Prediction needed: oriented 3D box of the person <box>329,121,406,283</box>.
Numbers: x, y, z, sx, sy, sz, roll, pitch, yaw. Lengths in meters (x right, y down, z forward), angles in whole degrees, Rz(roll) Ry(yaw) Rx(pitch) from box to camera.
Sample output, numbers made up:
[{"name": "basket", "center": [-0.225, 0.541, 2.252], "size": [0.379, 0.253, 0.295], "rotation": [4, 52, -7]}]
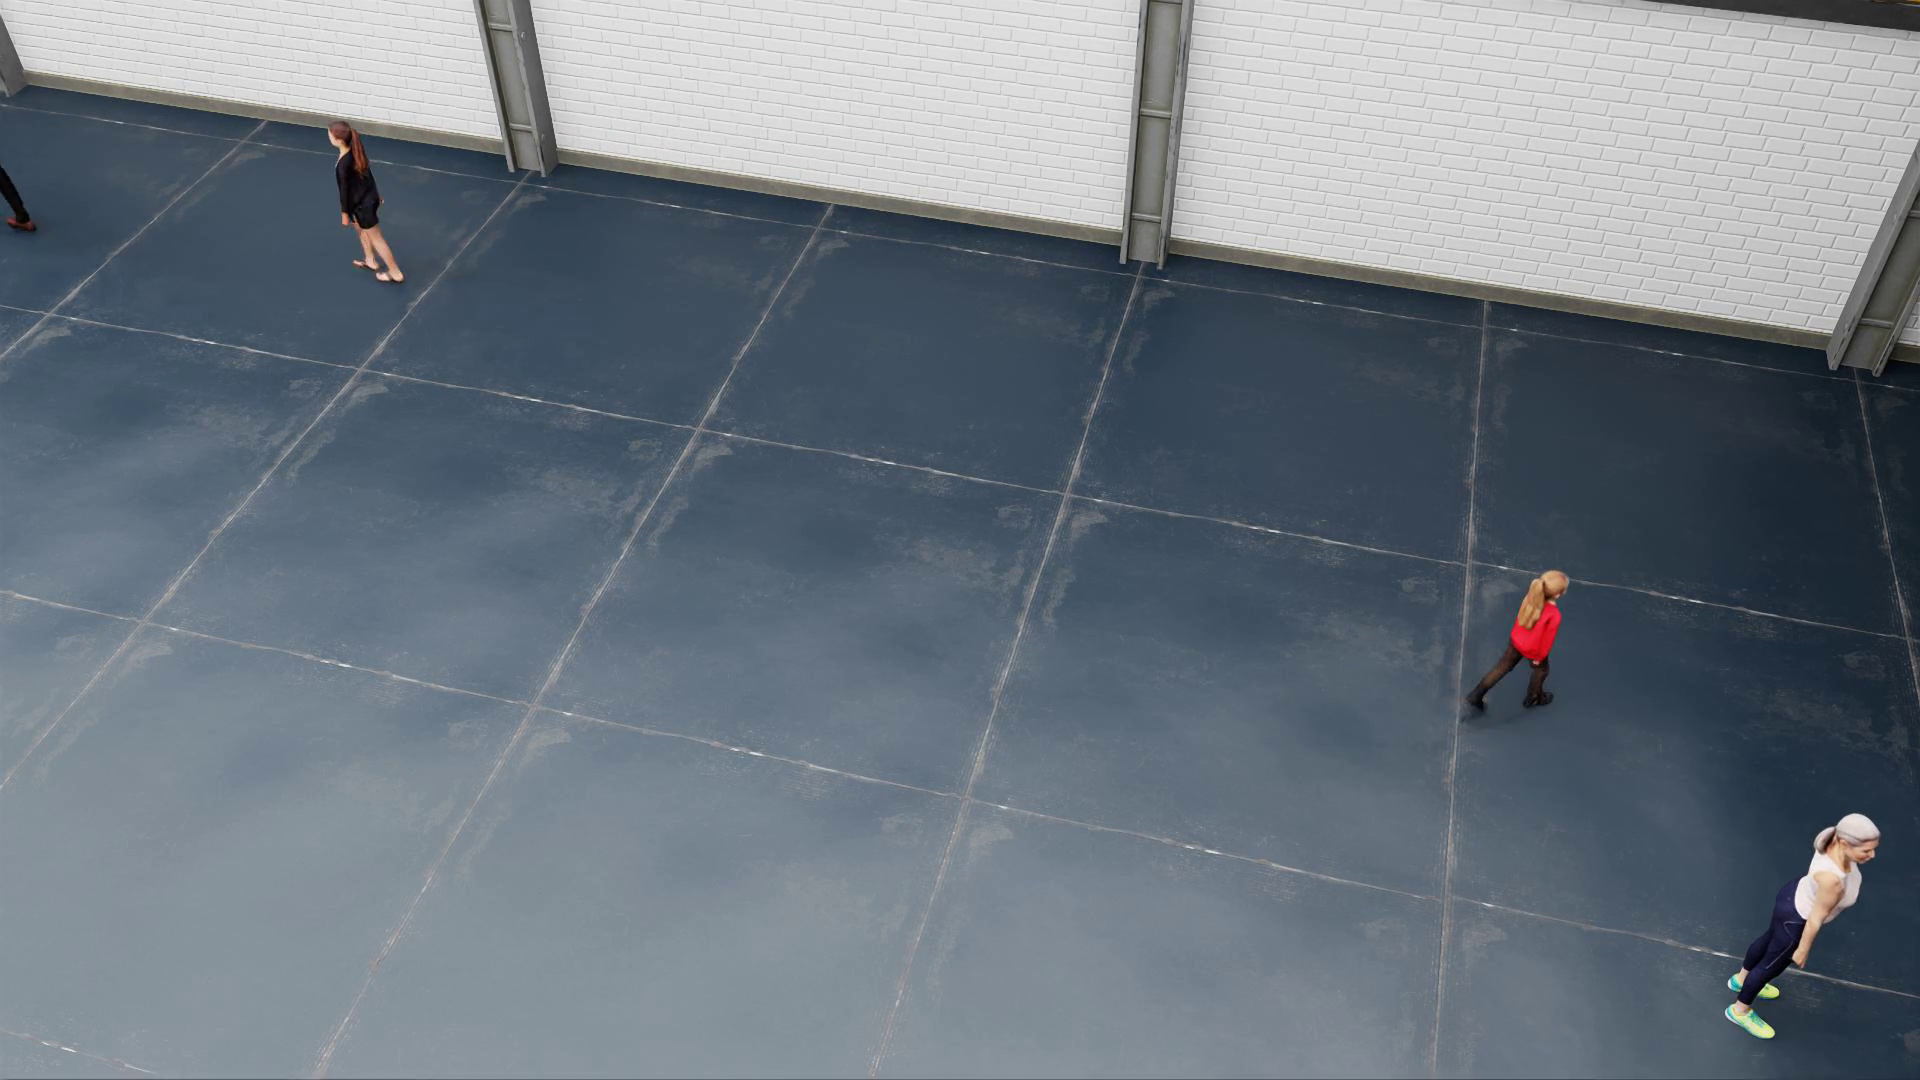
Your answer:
[{"name": "person", "center": [-5.035, -2.882, 14.233], "size": [0.754, 1.541, 0.594], "rotation": [7, 44, 8]}]

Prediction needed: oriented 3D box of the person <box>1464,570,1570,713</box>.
[{"name": "person", "center": [3.619, 0.671, 10.702], "size": [0.934, 1.268, 0.817], "rotation": [-17, 46, -17]}]

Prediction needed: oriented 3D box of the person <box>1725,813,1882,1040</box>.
[{"name": "person", "center": [4.512, 2.030, 8.960], "size": [0.609, 1.703, 0.646], "rotation": [20, 47, 20]}]
